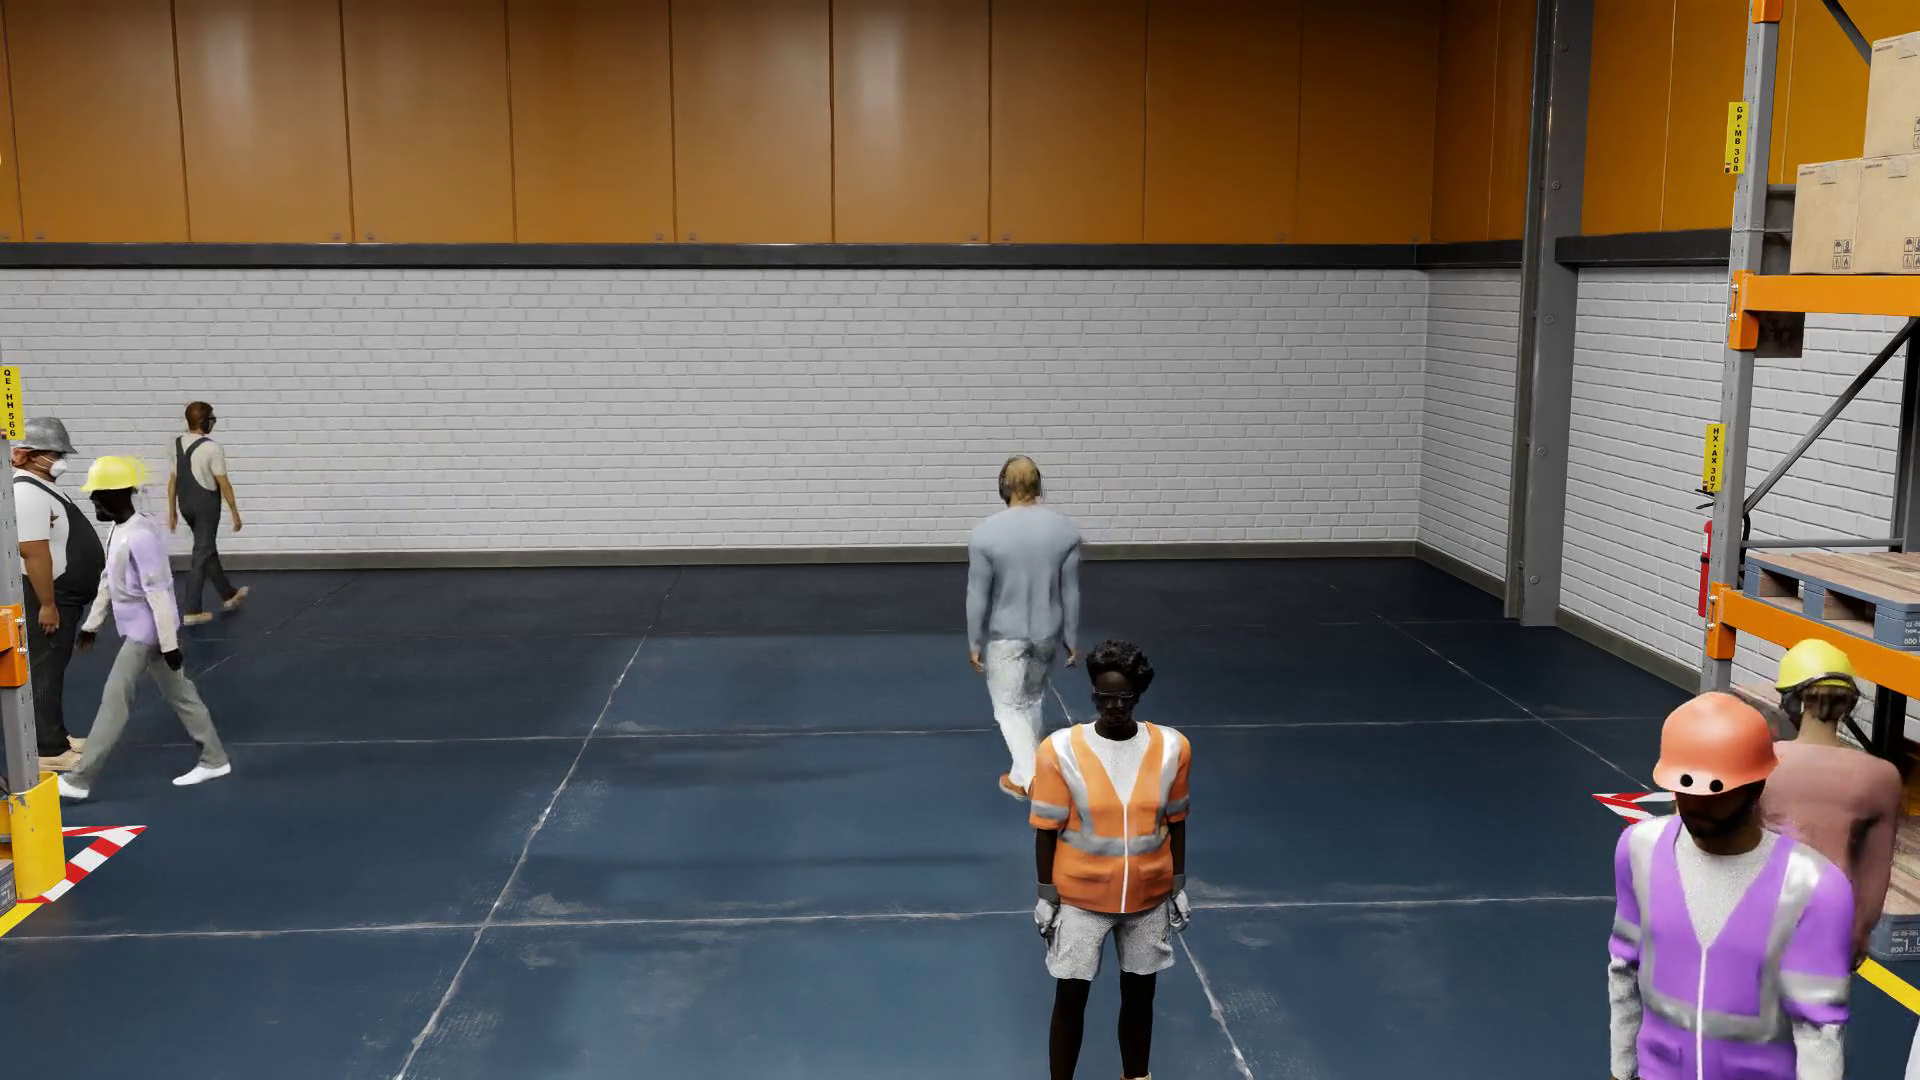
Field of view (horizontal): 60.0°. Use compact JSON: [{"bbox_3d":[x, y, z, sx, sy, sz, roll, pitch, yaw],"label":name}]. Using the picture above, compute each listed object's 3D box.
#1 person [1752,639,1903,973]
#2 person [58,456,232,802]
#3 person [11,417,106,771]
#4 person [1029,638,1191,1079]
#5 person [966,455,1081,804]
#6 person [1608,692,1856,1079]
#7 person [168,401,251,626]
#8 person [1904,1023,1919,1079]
[{"bbox_3d":[2.511,1.175,4.999,0.558,1.736,0.519,1,9,6],"label":"person"},{"bbox_3d":[-4.511,0.478,8.994,1.036,1.868,0.593,-5,10,-29],"label":"person"},{"bbox_3d":[-5.222,0.293,9.618,0.535,2.000,0.688,-5,10,-28],"label":"person"},{"bbox_3d":[0.490,1.141,5.359,0.540,1.698,0.317,-2,9,-10],"label":"person"},{"bbox_3d":[0.352,0.514,8.684,0.629,1.909,0.860,-3,10,-20],"label":"person"},{"bbox_3d":[1.707,1.285,3.808,0.574,1.909,0.701,9,13,44],"label":"person"},{"bbox_3d":[-6.148,-0.242,13.722,0.523,1.800,0.924,4,10,21],"label":"person"},{"bbox_3d":[1.763,1.409,2.842,0.361,1.964,0.614,5,10,28],"label":"person"}]
